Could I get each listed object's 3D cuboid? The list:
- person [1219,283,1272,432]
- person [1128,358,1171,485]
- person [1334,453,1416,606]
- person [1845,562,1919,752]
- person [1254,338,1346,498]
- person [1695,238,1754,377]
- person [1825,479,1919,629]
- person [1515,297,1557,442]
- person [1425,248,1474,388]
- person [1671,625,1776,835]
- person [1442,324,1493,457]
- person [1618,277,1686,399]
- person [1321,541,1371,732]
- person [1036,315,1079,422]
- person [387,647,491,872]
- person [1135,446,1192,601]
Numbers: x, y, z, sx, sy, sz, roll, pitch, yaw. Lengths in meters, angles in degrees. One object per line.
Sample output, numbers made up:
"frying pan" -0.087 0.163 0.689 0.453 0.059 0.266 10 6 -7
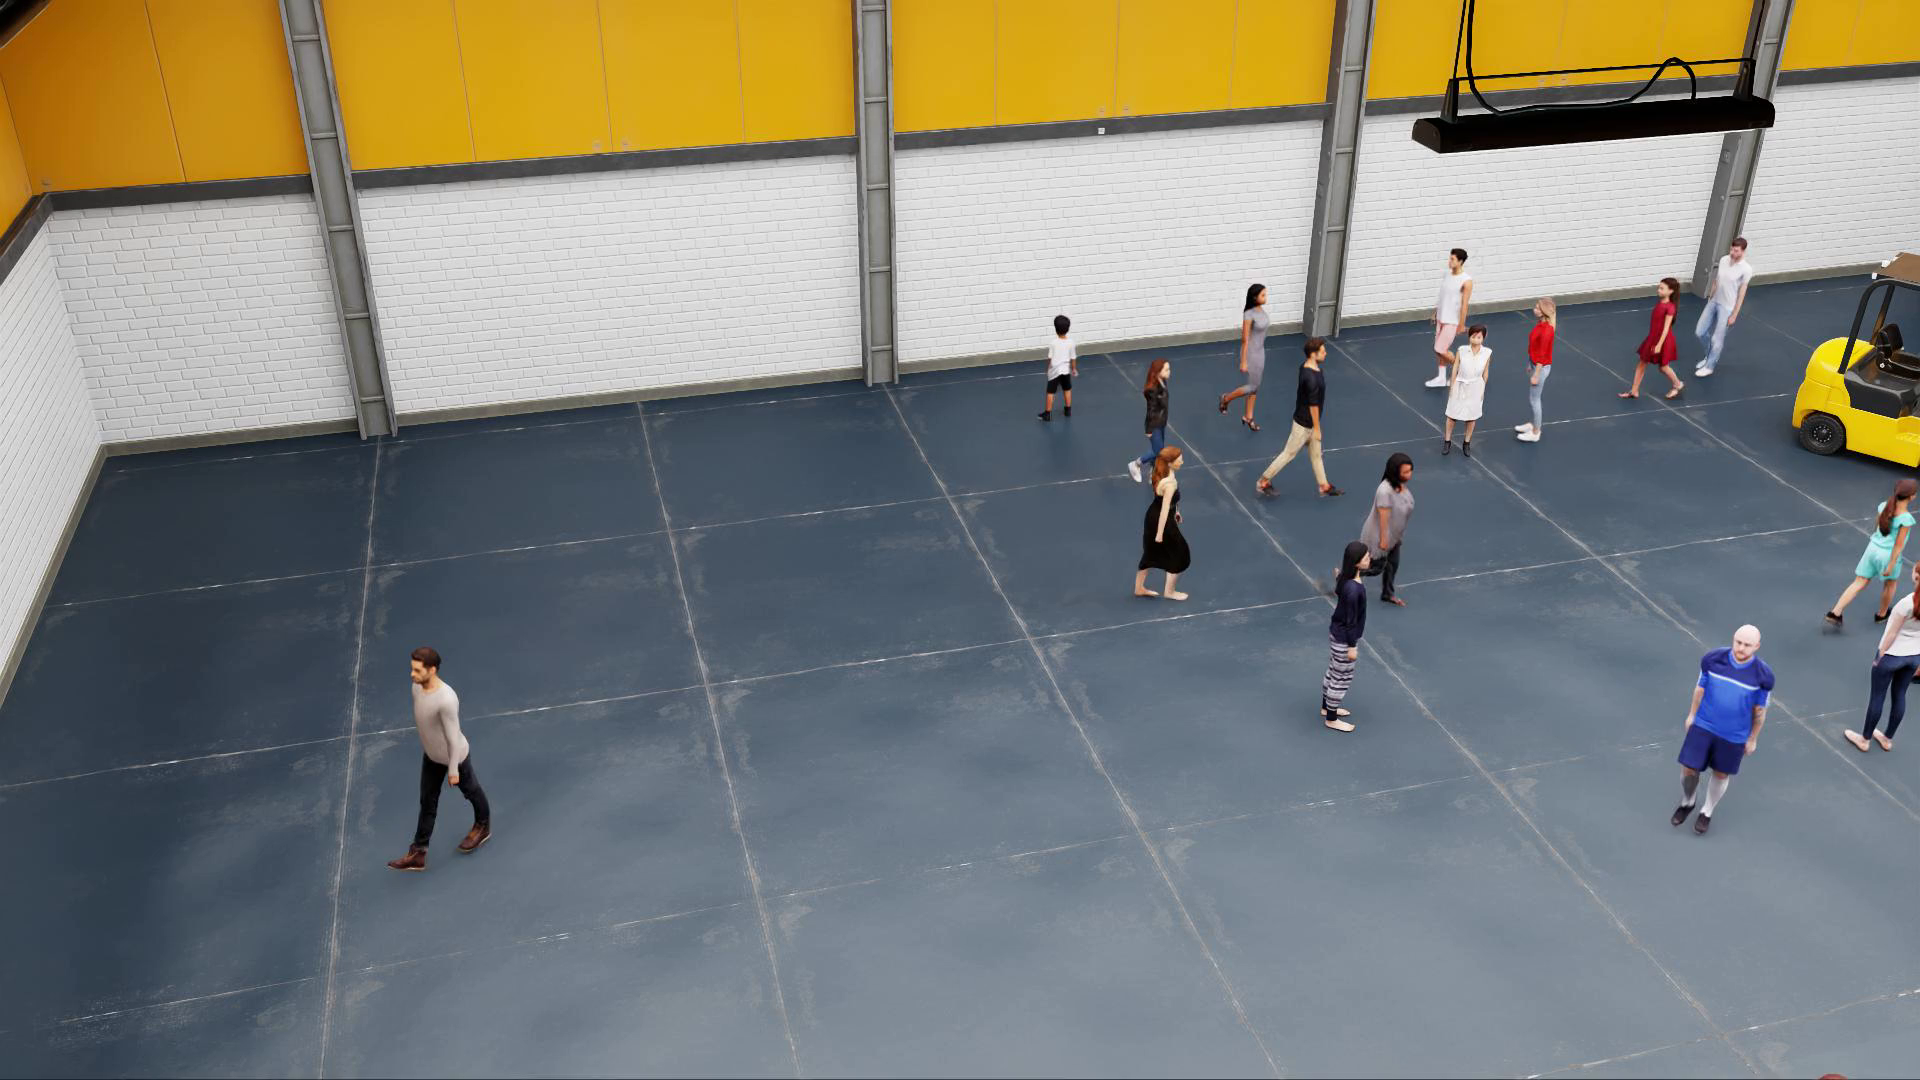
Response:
"person" 3.285 -2.107 19.153 0.896 1.770 0.849 19 34 30
"person" 2.052 -1.275 17.933 0.823 1.477 0.751 10 30 18
"person" 3.938 -0.111 15.687 1.002 1.586 0.955 16 33 27
"person" 7.685 0.960 13.564 0.497 1.737 0.647 -4 29 -7
"person" 3.539 -1.234 17.507 1.287 1.814 0.983 4 29 7
"person" 9.476 -2.865 20.483 0.743 1.827 0.760 -11 30 -19
"person" 8.398 0.159 15.254 1.107 1.526 0.668 -12 31 -21
"person" 6.591 -1.948 18.933 0.684 1.701 0.690 6 29 11
"person" 6.027 -2.690 20.217 0.717 1.775 0.625 -8 30 -14
"person" 5.817 1.397 12.663 0.802 1.834 0.851 18 33 30
"person" 5.677 -1.687 18.606 0.586 1.556 0.694 5 29 10
"person" 8.453 -2.388 19.919 1.010 1.530 0.575 -5 29 -10
"person" 3.213 0.781 13.897 0.639 1.733 0.670 3 29 6
"person" 1.195 -2.023 19.540 0.554 1.251 0.741 -9 30 -16
"person" -3.743 1.560 12.361 1.084 1.837 1.181 18 33 30
"person" 1.804 -0.148 15.738 0.750 1.600 0.612 -4 29 -7
